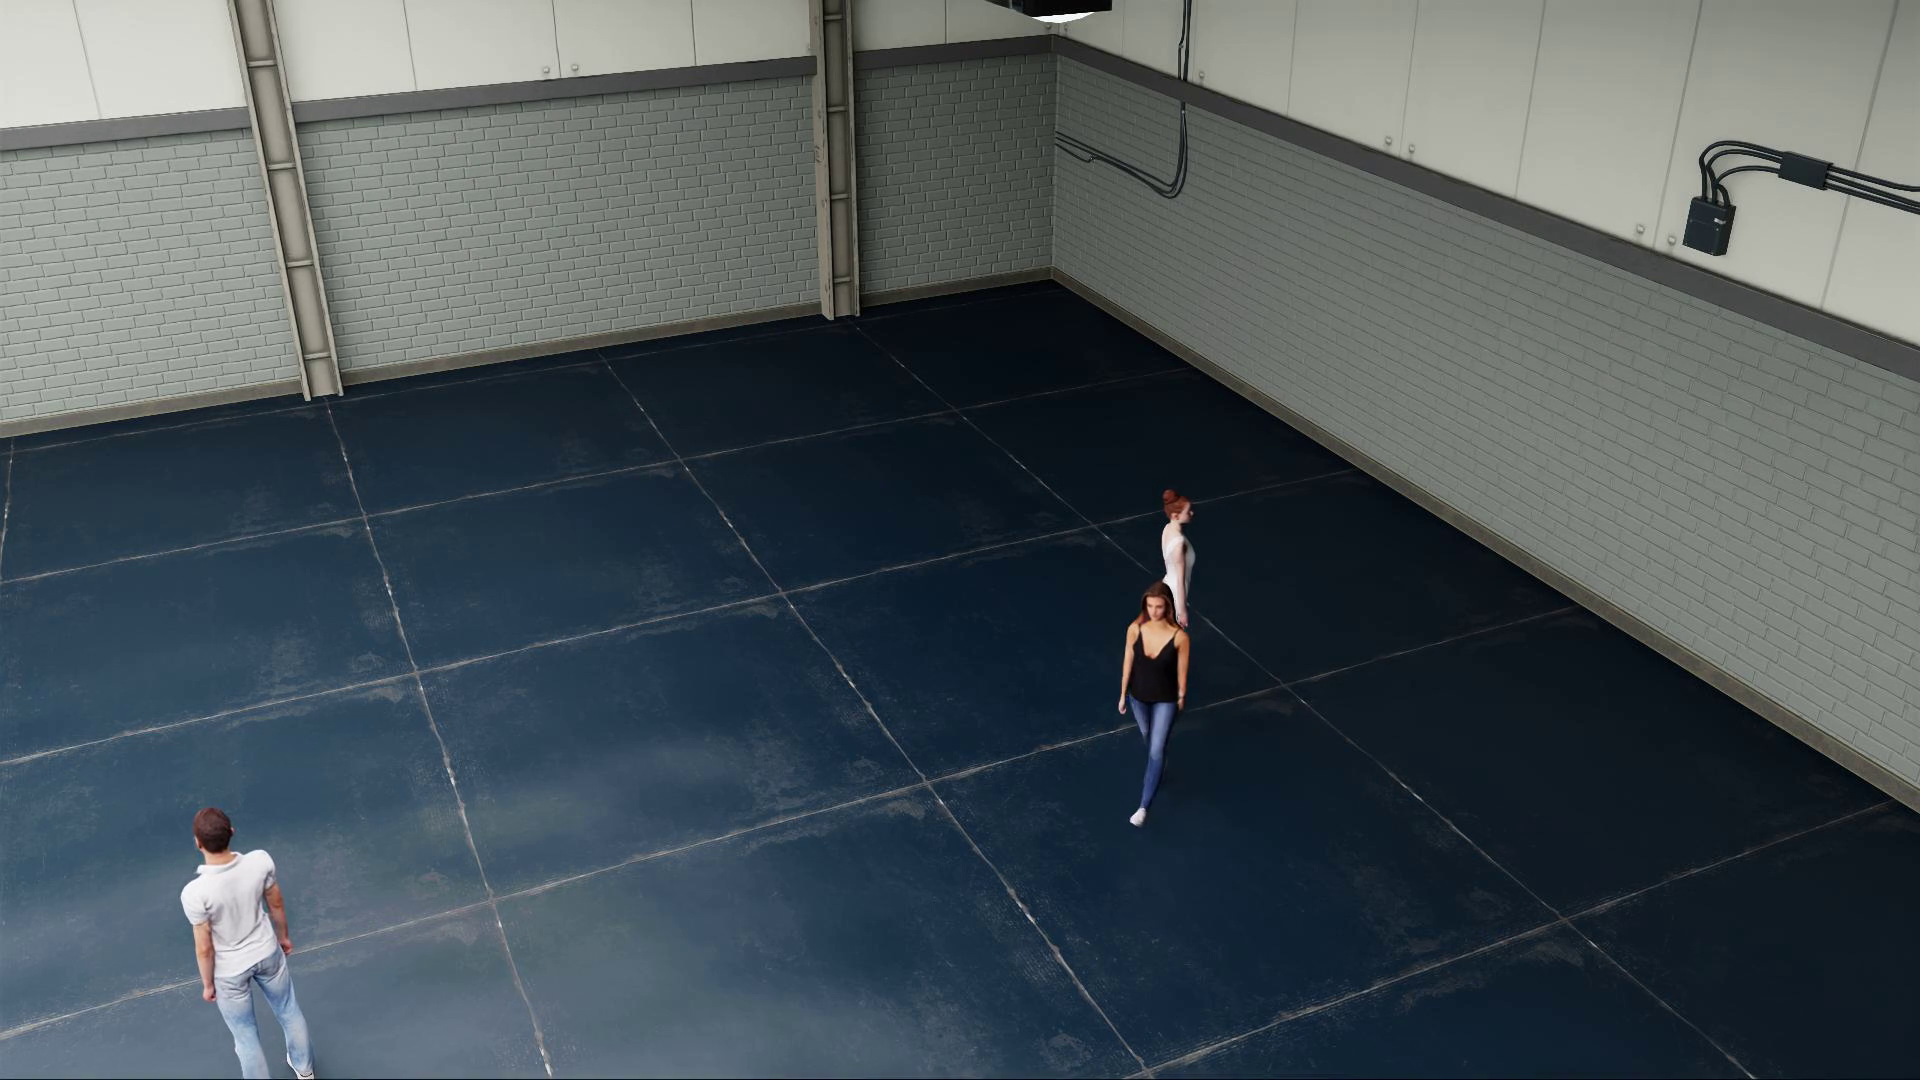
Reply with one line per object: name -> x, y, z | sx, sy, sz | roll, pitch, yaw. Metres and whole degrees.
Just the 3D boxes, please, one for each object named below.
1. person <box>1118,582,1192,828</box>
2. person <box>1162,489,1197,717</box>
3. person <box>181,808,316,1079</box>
person -> 1.321, 1.012, 11.111 | 0.987, 1.668, 1.133 | 14, 30, 25
person -> 1.523, 0.453, 12.063 | 0.613, 1.791, 0.634 | -1, 27, -1
person -> -3.708, 2.182, 8.640 | 0.792, 1.851, 0.655 | 19, 33, 32
